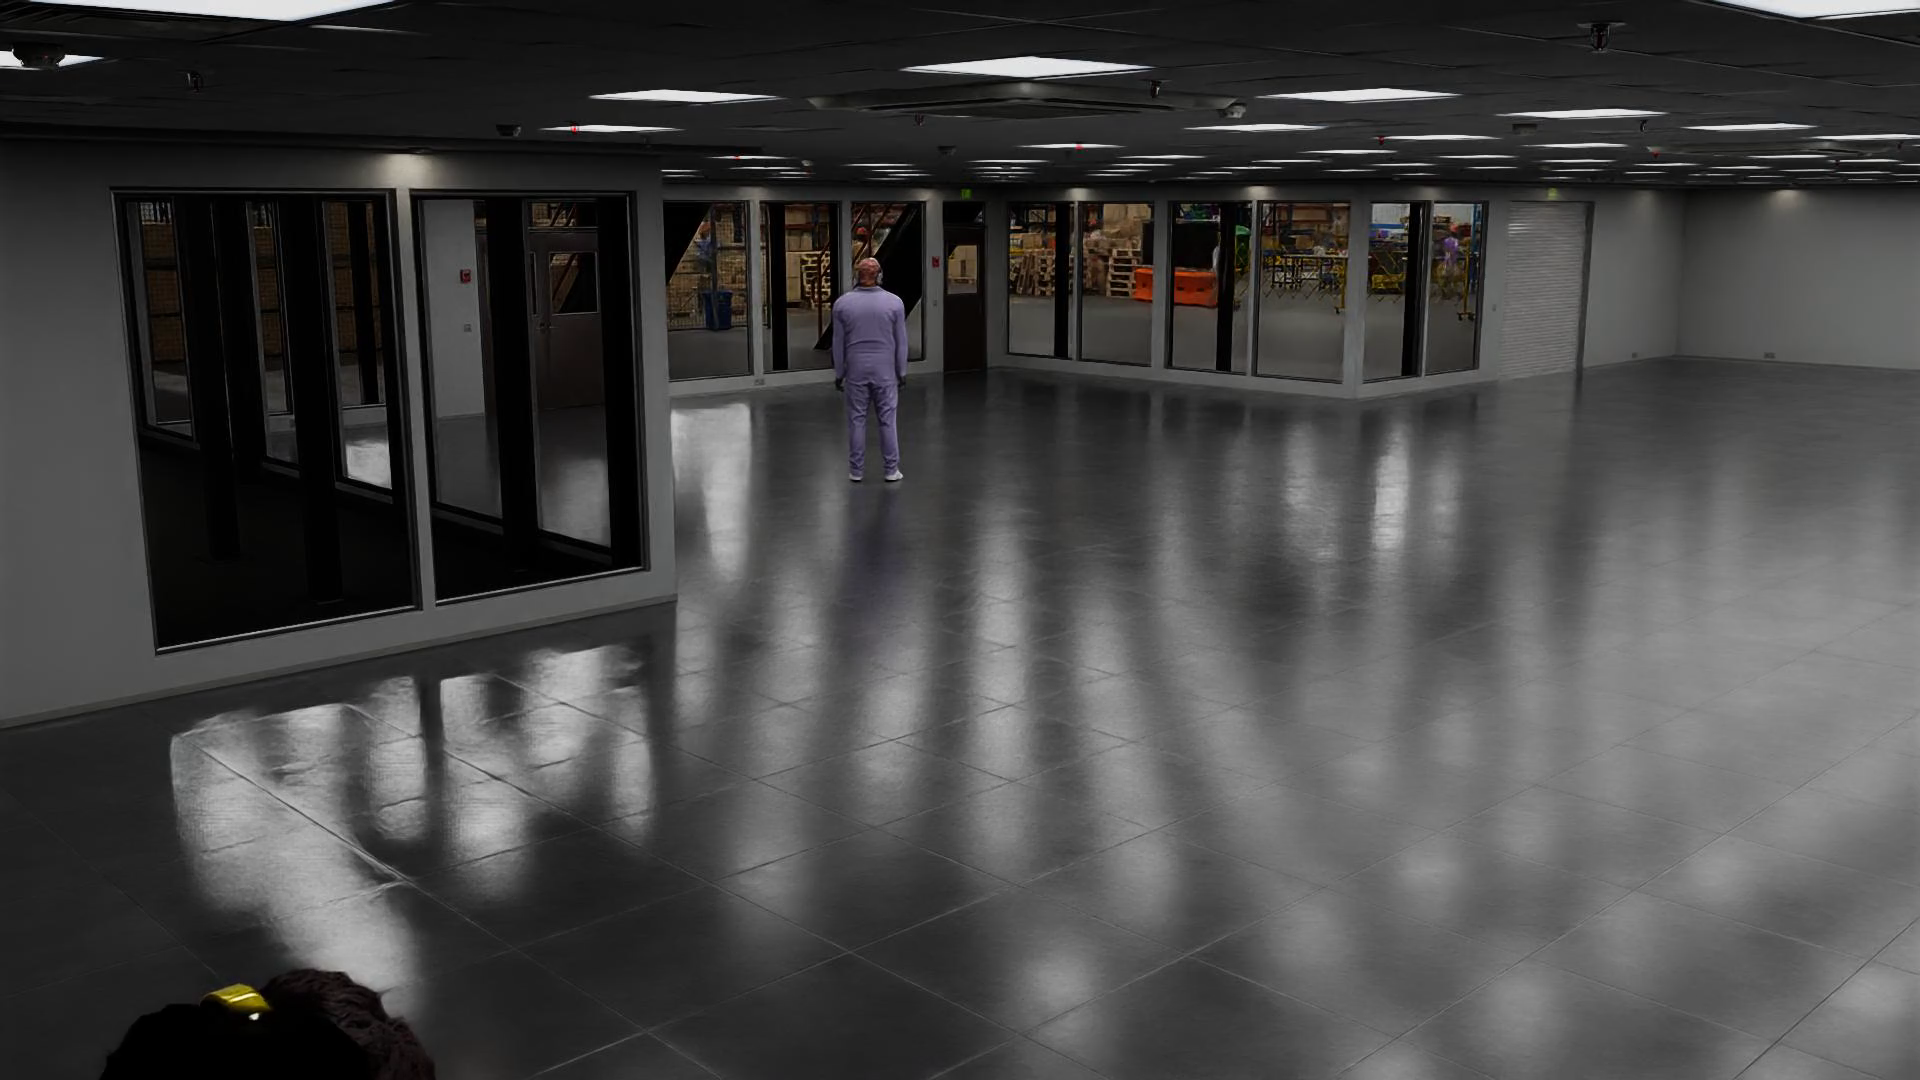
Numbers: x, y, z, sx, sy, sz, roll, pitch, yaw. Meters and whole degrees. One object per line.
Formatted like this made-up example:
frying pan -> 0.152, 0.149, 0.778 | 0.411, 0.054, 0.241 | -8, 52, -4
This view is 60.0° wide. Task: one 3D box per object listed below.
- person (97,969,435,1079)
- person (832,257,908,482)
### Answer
person -> -0.406, 1.181, 1.193 | 0.502, 1.862, 0.328 | 11, 15, 43
person -> -0.757, -1.439, 14.172 | 0.636, 1.911, 0.404 | 1, 11, 3
